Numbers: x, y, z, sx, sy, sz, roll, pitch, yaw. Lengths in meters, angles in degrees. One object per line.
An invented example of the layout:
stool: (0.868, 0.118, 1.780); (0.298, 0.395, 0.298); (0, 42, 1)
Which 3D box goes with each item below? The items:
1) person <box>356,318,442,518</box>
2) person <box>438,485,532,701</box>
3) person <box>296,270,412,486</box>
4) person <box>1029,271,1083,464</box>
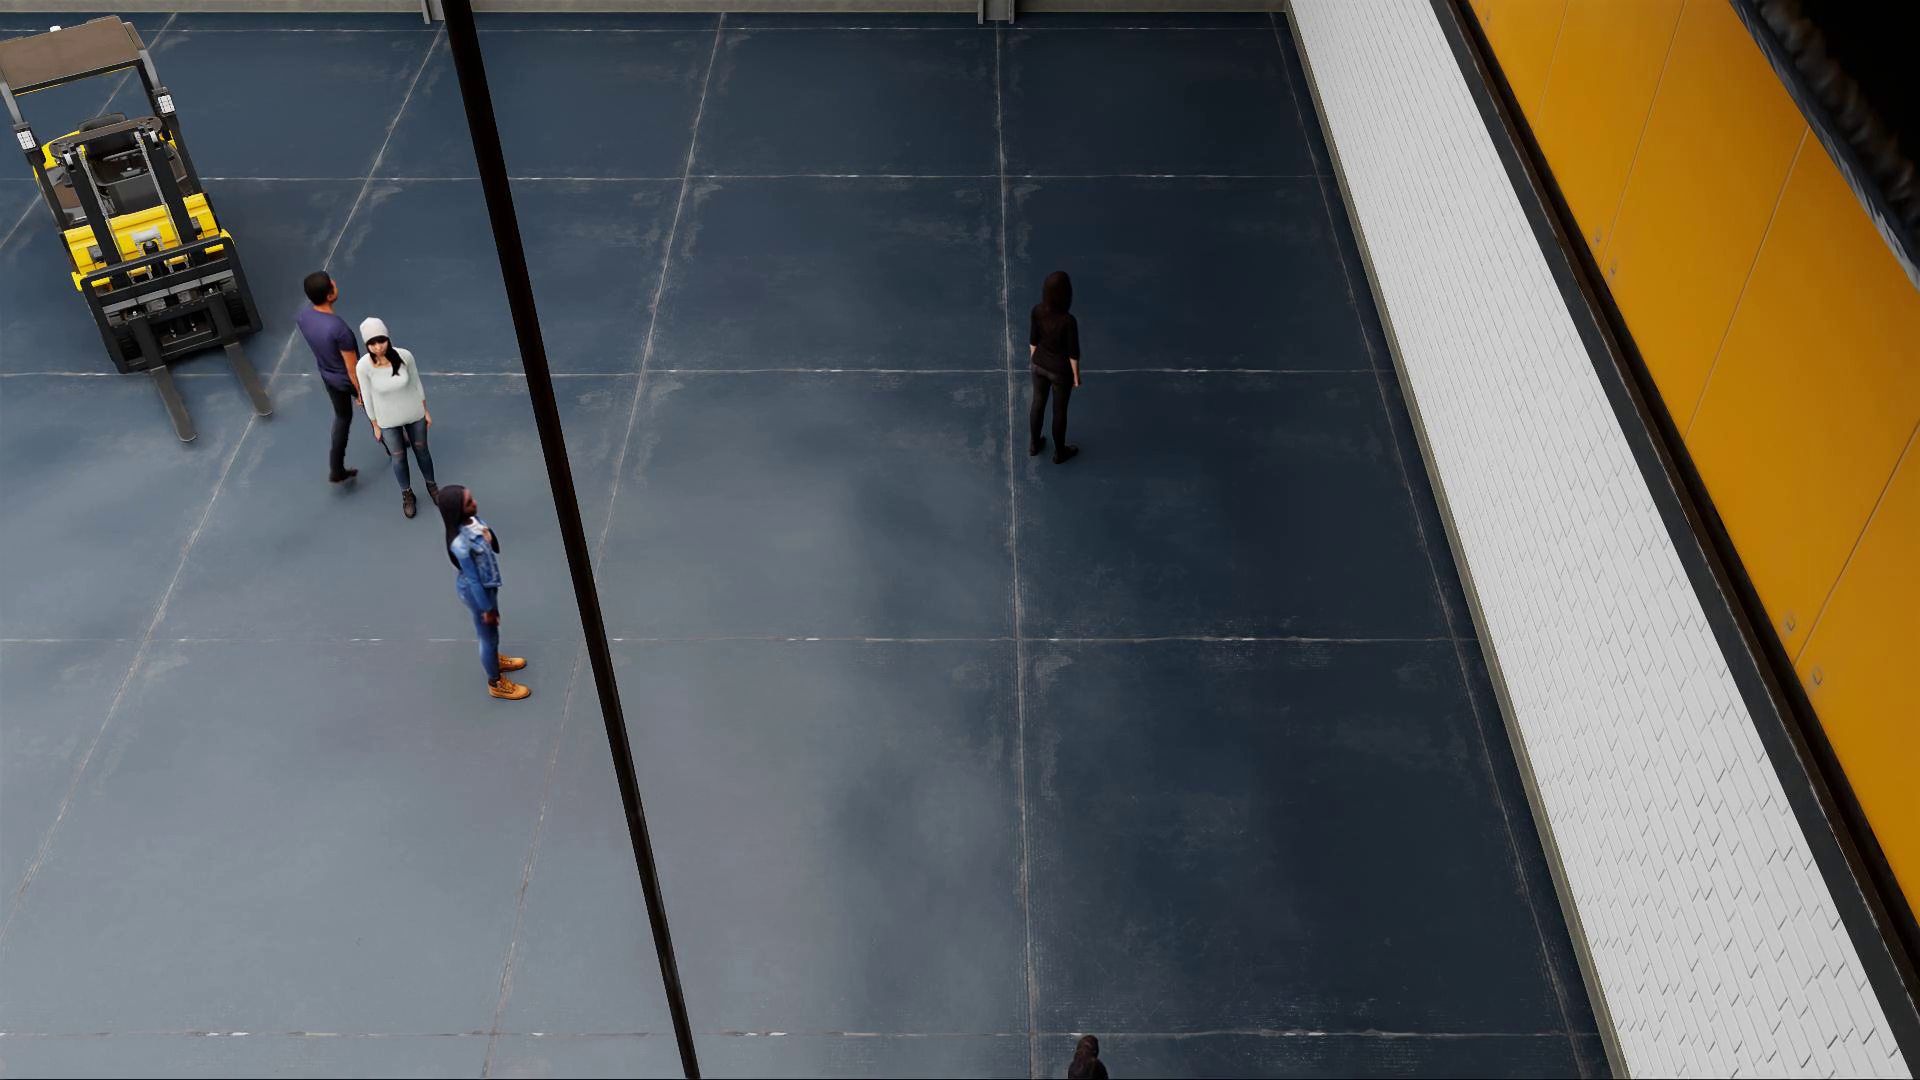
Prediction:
person: (-4.011, -0.892, 11.896); (0.589, 1.645, 0.702); (-21, 47, -21)
person: (-3.060, 0.311, 10.585); (0.579, 1.712, 0.638); (-8, 44, -9)
person: (-4.535, -1.146, 12.077); (1.066, 1.763, 0.979); (17, 46, 17)
person: (0.683, -1.270, 12.295); (0.607, 1.642, 0.708); (24, 49, 23)
